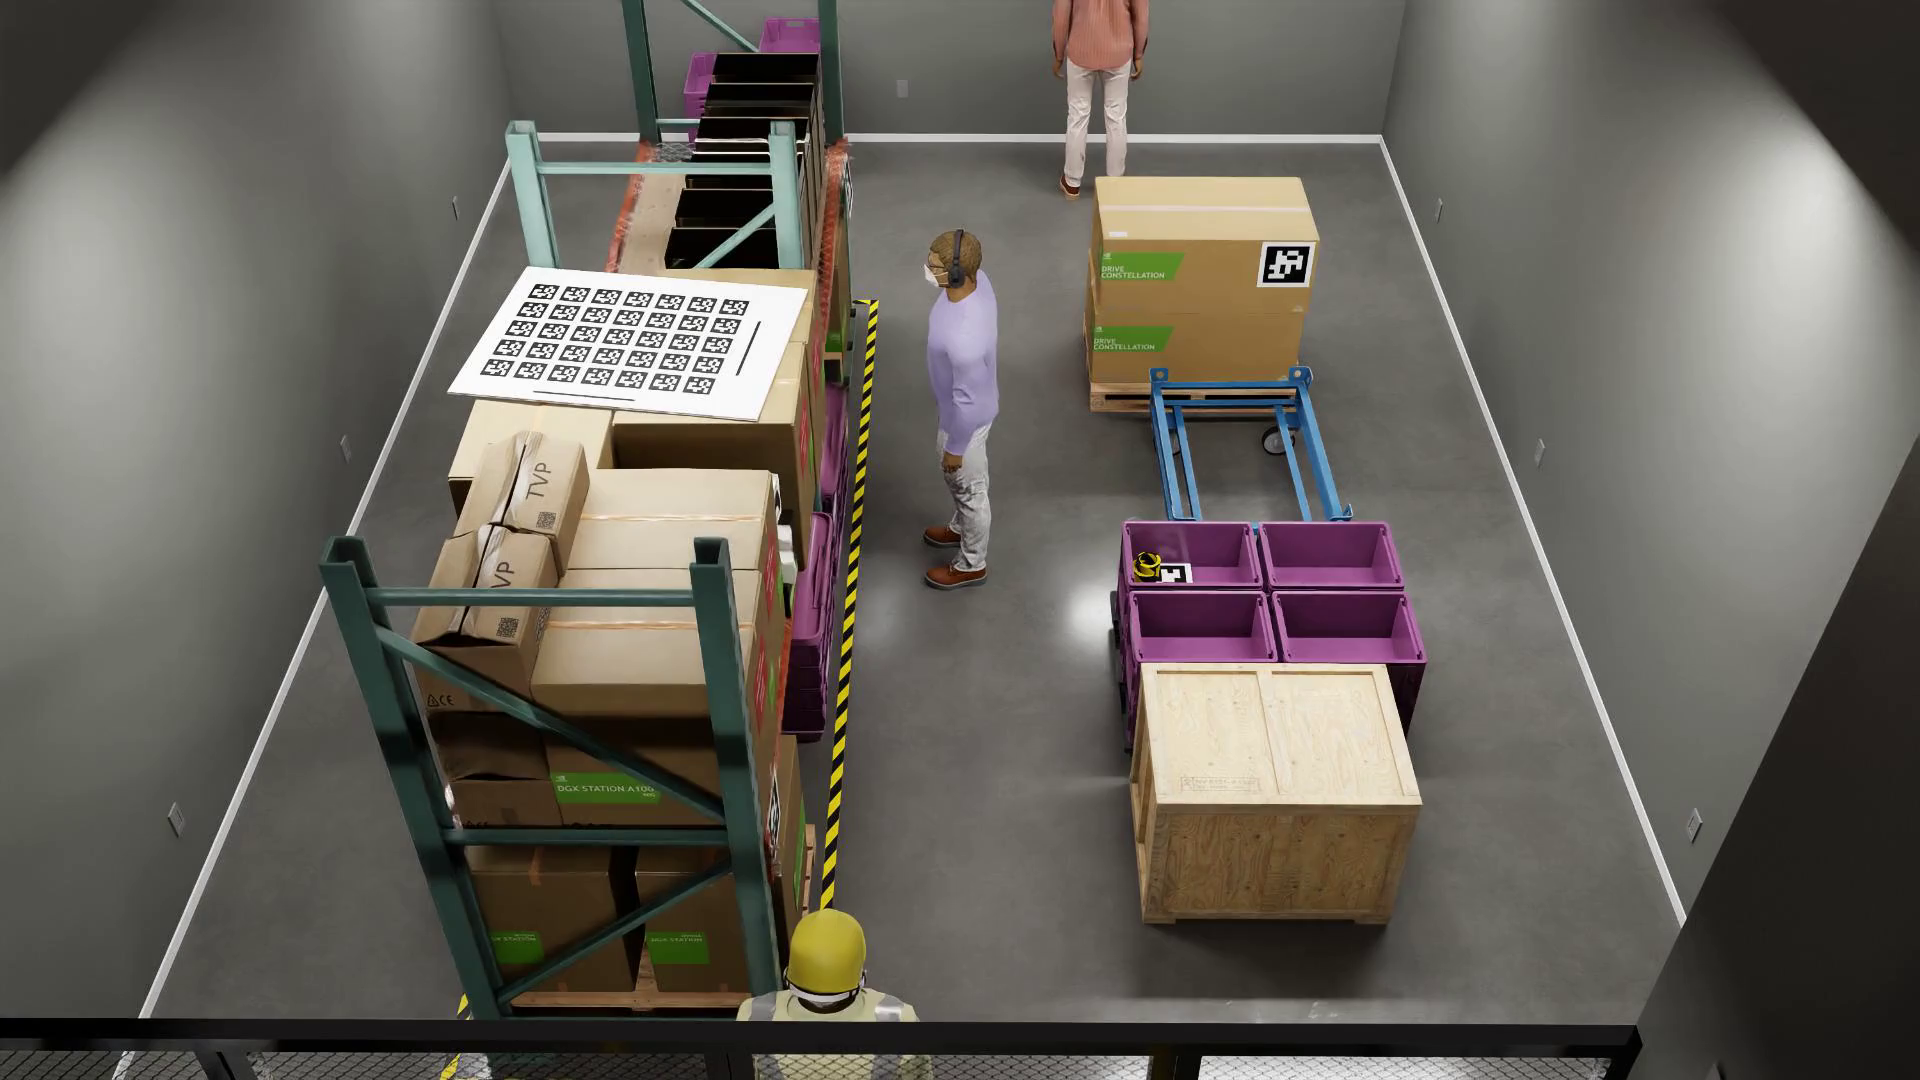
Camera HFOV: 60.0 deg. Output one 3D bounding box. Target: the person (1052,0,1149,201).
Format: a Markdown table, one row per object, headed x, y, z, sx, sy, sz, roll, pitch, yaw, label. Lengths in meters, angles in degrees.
| x | y | z | sx | sy | sz | roll | pitch | yaw | label |
| --- | --- | --- | --- | --- | --- | --- | --- | --- | --- |
| 0.886 | -3.114 | 10.627 | 0.608 | 1.989 | 0.387 | 0 | 41 | 0 | person |

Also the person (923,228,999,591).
| x | y | z | sx | sy | sz | roll | pitch | yaw | label |
| --- | --- | --- | --- | --- | --- | --- | --- | --- | --- |
| -0.004 | -0.598 | 7.796 | 0.373 | 1.940 | 0.629 | 0 | 41 | 0 | person |

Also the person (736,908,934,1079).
| x | y | z | sx | sy | sz | roll | pitch | yaw | label |
| --- | --- | --- | --- | --- | --- | --- | --- | --- | --- |
| -0.372 | 1.752 | 5.195 | 0.586 | 1.833 | 0.403 | 0 | 41 | 0 | person |
